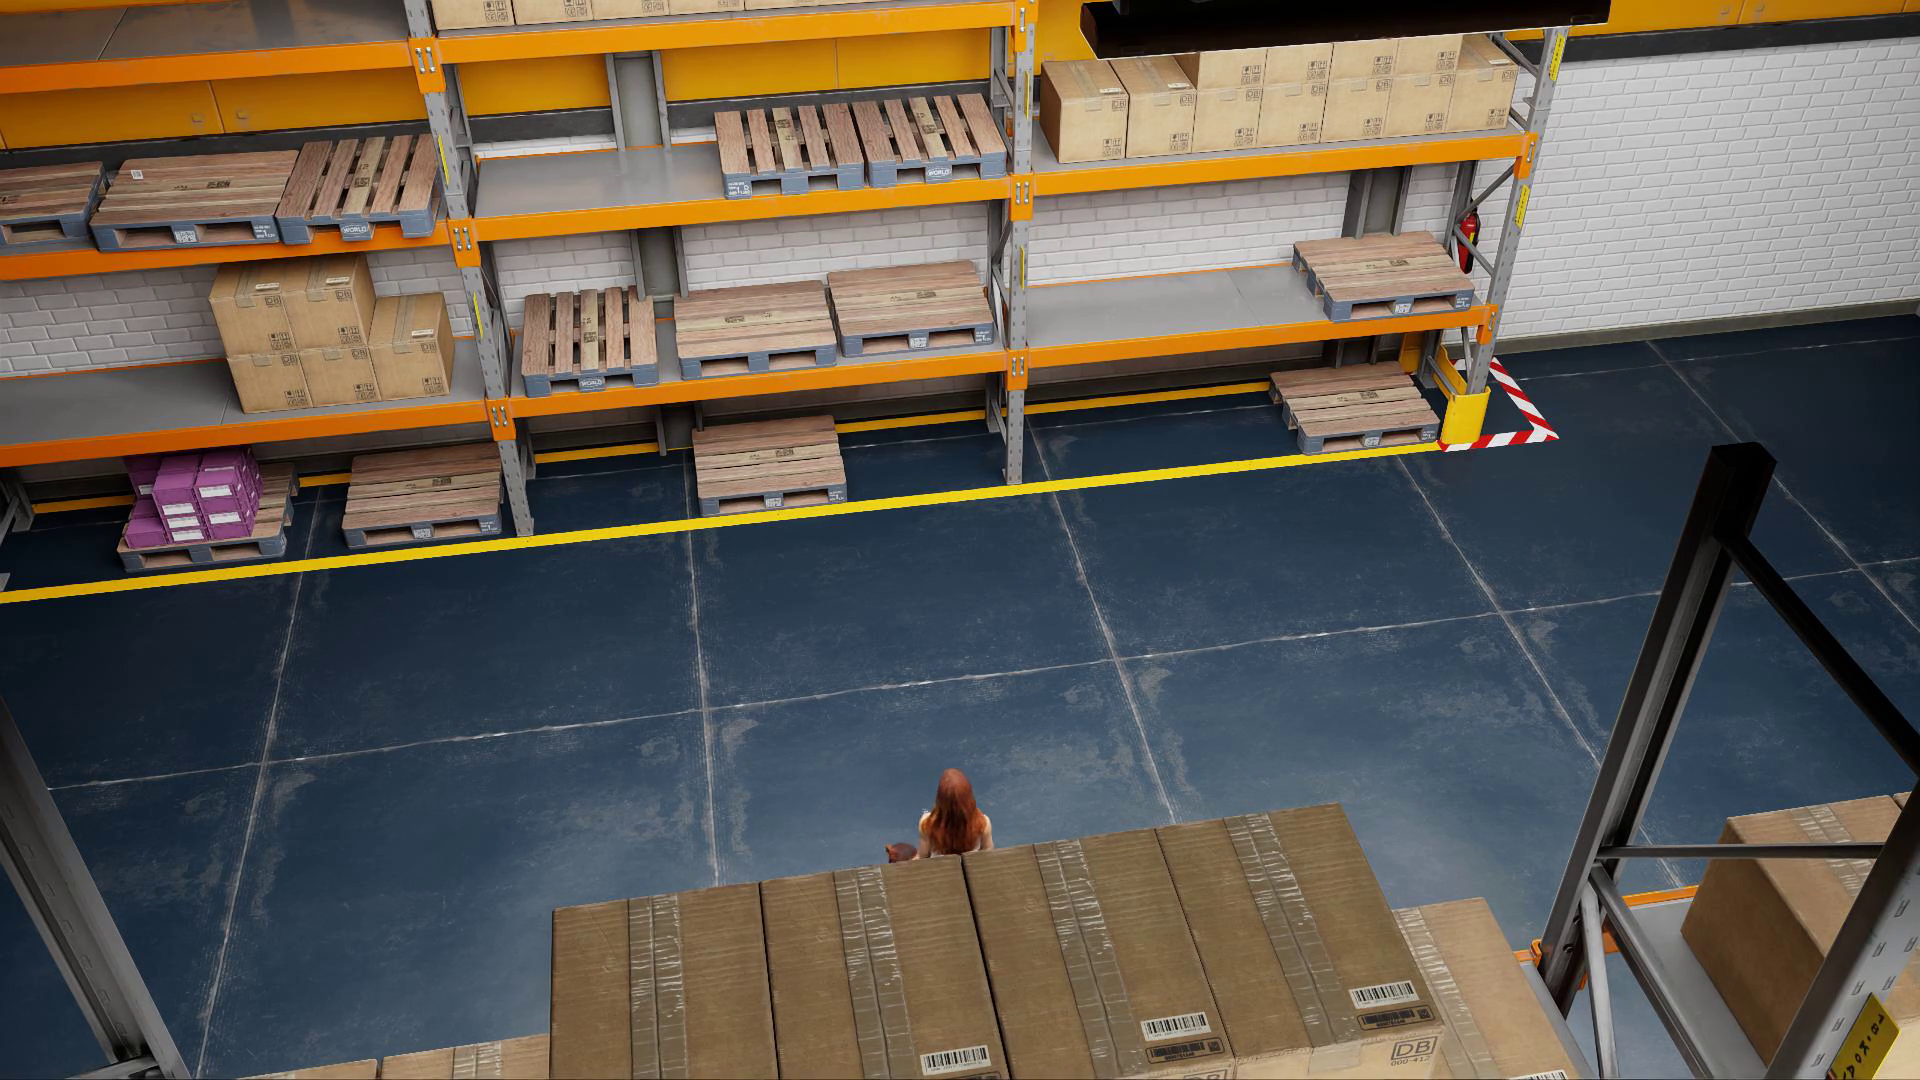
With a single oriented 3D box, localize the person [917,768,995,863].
[{"bbox_3d":[-0.025,1.934,9.481,0.561,1.721,0.724,6,39,8],"label":"person"}]
